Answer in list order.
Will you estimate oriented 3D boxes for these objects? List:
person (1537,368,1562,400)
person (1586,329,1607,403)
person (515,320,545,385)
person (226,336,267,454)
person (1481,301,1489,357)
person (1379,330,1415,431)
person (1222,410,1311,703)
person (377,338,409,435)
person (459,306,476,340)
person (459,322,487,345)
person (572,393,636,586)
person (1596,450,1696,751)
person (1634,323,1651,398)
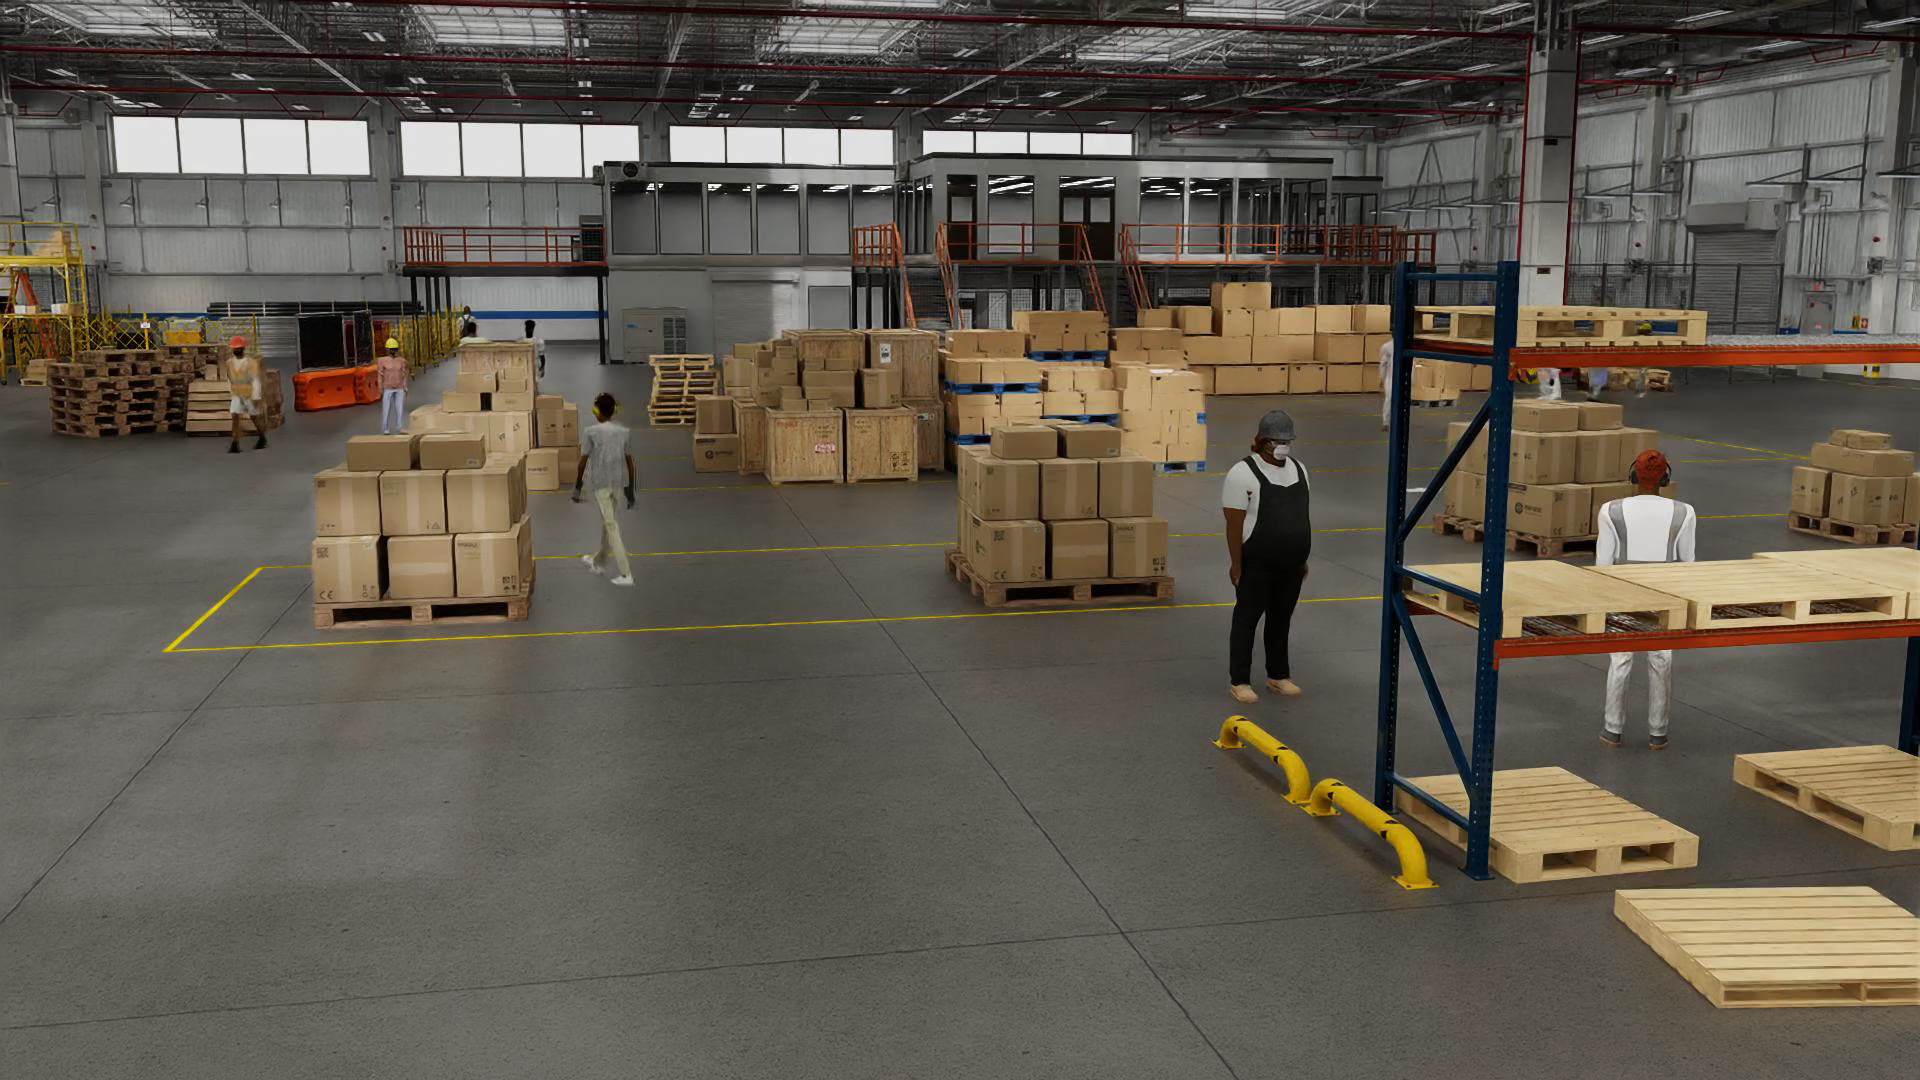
[{"bbox_3d":[11.360,-3.156,32.071,0.439,1.822,0.619,-2,10,-14],"label":"person"},{"bbox_3d":[11.585,-2.873,30.093,0.832,1.912,0.555,7,12,36],"label":"person"},{"bbox_3d":[-8.814,-3.505,33.839,0.715,1.936,0.569,1,9,7],"label":"person"},{"bbox_3d":[-11.679,-2.385,27.180,0.557,1.898,0.971,1,9,6],"label":"person"},{"bbox_3d":[16.901,-6.764,53.749,0.612,1.929,0.676,6,11,33],"label":"person"},{"bbox_3d":[7.984,-2.925,30.404,0.653,1.926,0.507,1,9,4],"label":"person"},{"bbox_3d":[2.175,0.109,11.514,0.687,2.000,0.535,-5,11,-28],"label":"person"},{"bbox_3d":[-9.908,-2.637,29.083,0.522,1.769,0.318,-7,12,-38],"label":"person"},{"bbox_3d":[-14.809,-6.120,50.097,0.504,1.839,0.344,0,9,-1],"label":"person"},{"bbox_3d":[-10.010,-3.530,34.216,0.590,1.867,1.001,-5,11,-27],"label":"person"},{"bbox_3d":[-3.410,-0.493,15.906,0.503,1.807,1.011,-9,13,-44],"label":"person"},{"bbox_3d":[4.250,0.377,10.361,0.574,1.883,0.356,3,10,17],"label":"person"},{"bbox_3d":[15.862,-4.147,38.442,0.736,1.718,0.493,-5,10,-26],"label":"person"}]
